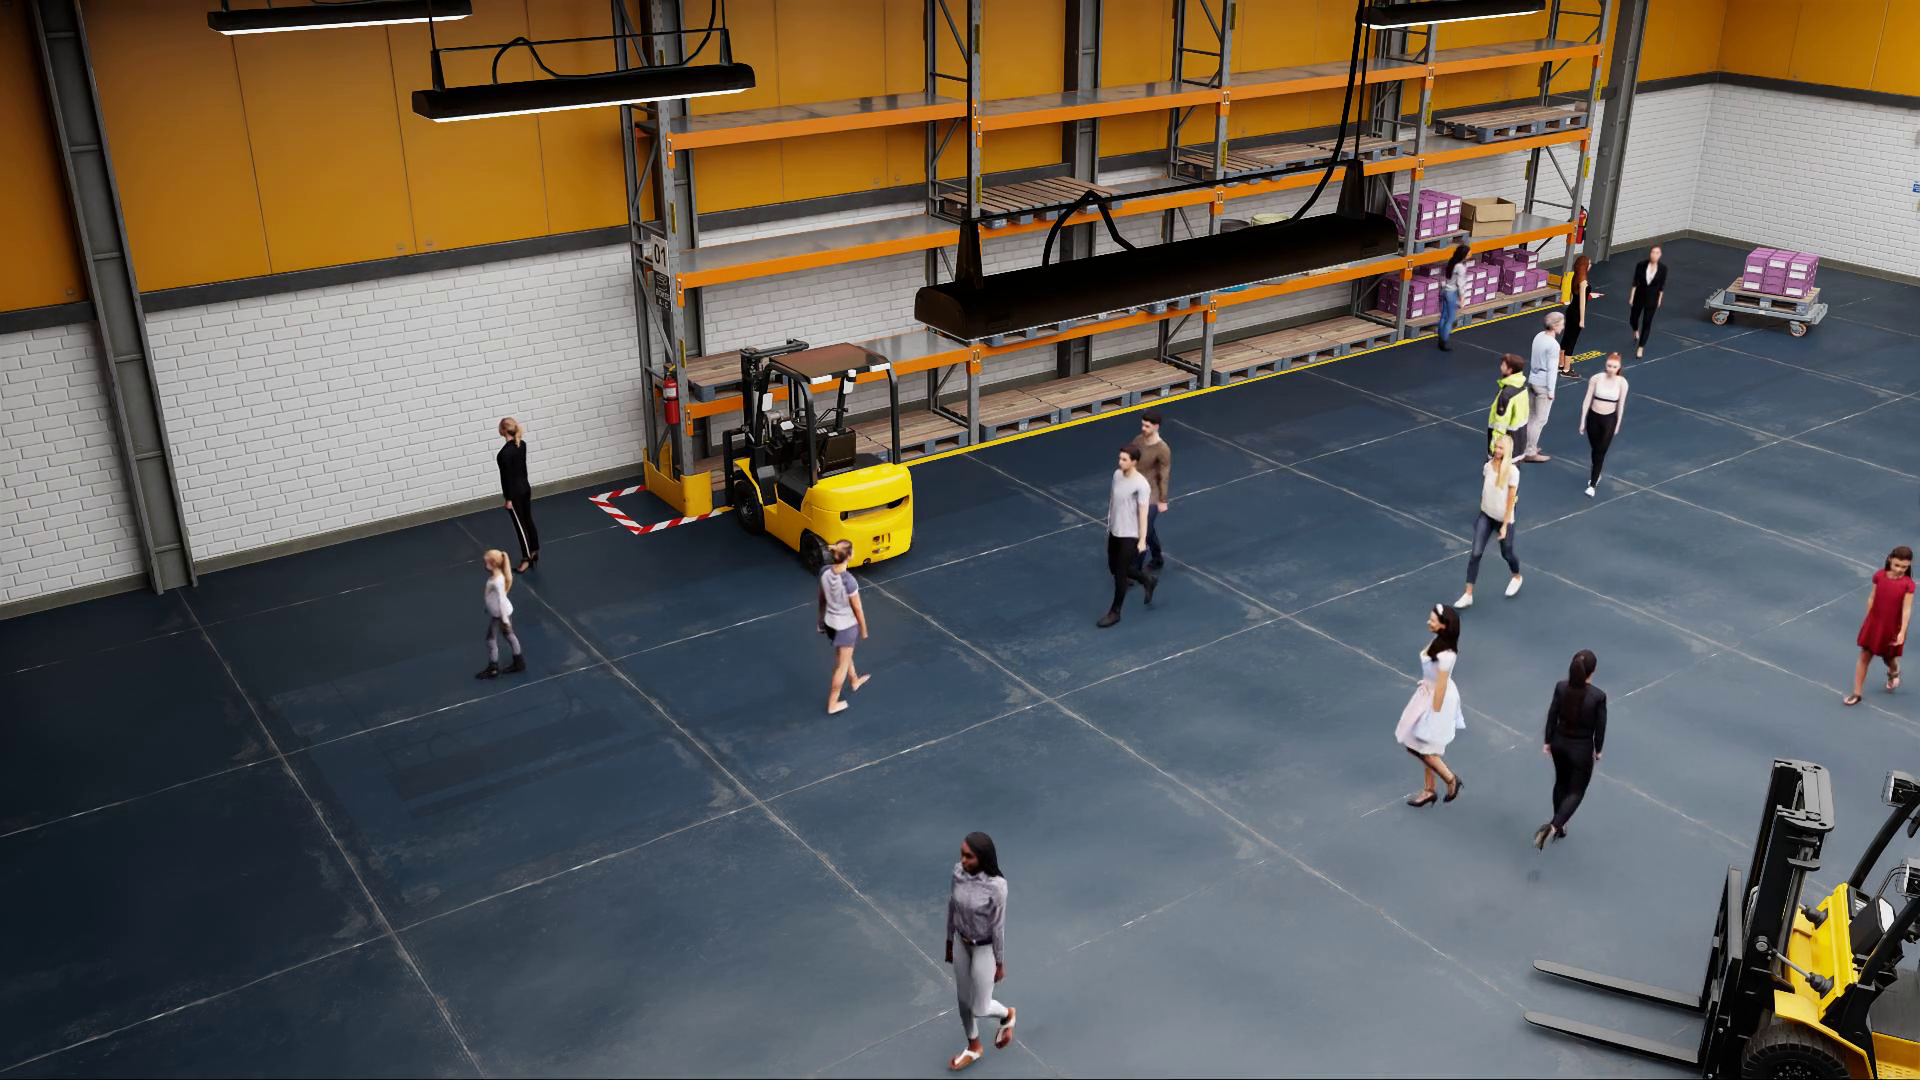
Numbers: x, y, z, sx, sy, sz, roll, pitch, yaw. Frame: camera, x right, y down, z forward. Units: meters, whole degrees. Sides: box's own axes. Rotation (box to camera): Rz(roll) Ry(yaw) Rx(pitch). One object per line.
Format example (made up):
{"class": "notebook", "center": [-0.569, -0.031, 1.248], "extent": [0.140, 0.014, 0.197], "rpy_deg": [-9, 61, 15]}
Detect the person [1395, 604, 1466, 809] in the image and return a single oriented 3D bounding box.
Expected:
{"class": "person", "center": [3.829, 1.350, 13.105], "extent": [0.984, 1.810, 0.928], "rpy_deg": [5, 24, 11]}

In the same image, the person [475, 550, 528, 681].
{"class": "person", "center": [-4.171, 0.669, 15.342], "extent": [0.760, 1.265, 0.639], "rpy_deg": [-4, 24, -9]}

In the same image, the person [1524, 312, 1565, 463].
{"class": "person", "center": [7.131, -1.888, 20.416], "extent": [0.757, 1.888, 0.747], "rpy_deg": [-2, 24, -4]}

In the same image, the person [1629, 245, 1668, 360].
{"class": "person", "center": [10.106, -3.543, 24.515], "extent": [0.926, 1.636, 1.123], "rpy_deg": [10, 26, 22]}

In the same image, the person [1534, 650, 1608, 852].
{"class": "person", "center": [4.616, 1.638, 12.588], "extent": [0.689, 1.695, 0.974], "rpy_deg": [20, 31, 38]}

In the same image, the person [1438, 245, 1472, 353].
{"class": "person", "center": [7.288, -3.638, 24.758], "extent": [0.693, 1.615, 0.733], "rpy_deg": [-10, 25, -21]}

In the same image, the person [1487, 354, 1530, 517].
{"class": "person", "center": [6.105, -1.113, 18.532], "extent": [0.912, 1.976, 0.728], "rpy_deg": [16, 28, 32]}

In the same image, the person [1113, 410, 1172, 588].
{"class": "person", "center": [1.970, -0.453, 17.173], "extent": [1.019, 1.855, 0.670], "rpy_deg": [-17, 29, -34]}

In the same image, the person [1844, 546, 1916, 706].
{"class": "person", "center": [8.302, 0.734, 14.863], "extent": [0.940, 1.530, 0.644], "rpy_deg": [-22, 32, -40]}

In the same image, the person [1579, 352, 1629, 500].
{"class": "person", "center": [7.515, -1.367, 19.471], "extent": [0.923, 1.690, 1.252], "rpy_deg": [14, 27, 29]}

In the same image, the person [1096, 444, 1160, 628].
{"class": "person", "center": [1.693, -0.066, 16.302], "extent": [1.041, 1.842, 0.705], "rpy_deg": [-15, 28, -30]}

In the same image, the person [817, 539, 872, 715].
{"class": "person", "center": [-1.106, 0.788, 14.662], "extent": [0.687, 1.593, 0.926], "rpy_deg": [21, 31, 39]}

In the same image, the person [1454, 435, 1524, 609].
{"class": "person", "center": [5.452, -0.193, 16.682], "extent": [1.165, 1.772, 0.639], "rpy_deg": [-17, 29, -34]}

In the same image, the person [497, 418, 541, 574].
{"class": "person", "center": [-4.620, -0.475, 17.409], "extent": [0.750, 1.706, 0.673], "rpy_deg": [6, 24, 14]}

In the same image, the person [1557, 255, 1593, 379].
{"class": "person", "center": [8.719, -3.186, 23.587], "extent": [0.686, 1.726, 0.658], "rpy_deg": [0, 24, 1]}

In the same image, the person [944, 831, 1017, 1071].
{"class": "person", "center": [0.165, 2.559, 10.461], "extent": [0.687, 1.712, 0.787], "rpy_deg": [21, 31, 39]}
